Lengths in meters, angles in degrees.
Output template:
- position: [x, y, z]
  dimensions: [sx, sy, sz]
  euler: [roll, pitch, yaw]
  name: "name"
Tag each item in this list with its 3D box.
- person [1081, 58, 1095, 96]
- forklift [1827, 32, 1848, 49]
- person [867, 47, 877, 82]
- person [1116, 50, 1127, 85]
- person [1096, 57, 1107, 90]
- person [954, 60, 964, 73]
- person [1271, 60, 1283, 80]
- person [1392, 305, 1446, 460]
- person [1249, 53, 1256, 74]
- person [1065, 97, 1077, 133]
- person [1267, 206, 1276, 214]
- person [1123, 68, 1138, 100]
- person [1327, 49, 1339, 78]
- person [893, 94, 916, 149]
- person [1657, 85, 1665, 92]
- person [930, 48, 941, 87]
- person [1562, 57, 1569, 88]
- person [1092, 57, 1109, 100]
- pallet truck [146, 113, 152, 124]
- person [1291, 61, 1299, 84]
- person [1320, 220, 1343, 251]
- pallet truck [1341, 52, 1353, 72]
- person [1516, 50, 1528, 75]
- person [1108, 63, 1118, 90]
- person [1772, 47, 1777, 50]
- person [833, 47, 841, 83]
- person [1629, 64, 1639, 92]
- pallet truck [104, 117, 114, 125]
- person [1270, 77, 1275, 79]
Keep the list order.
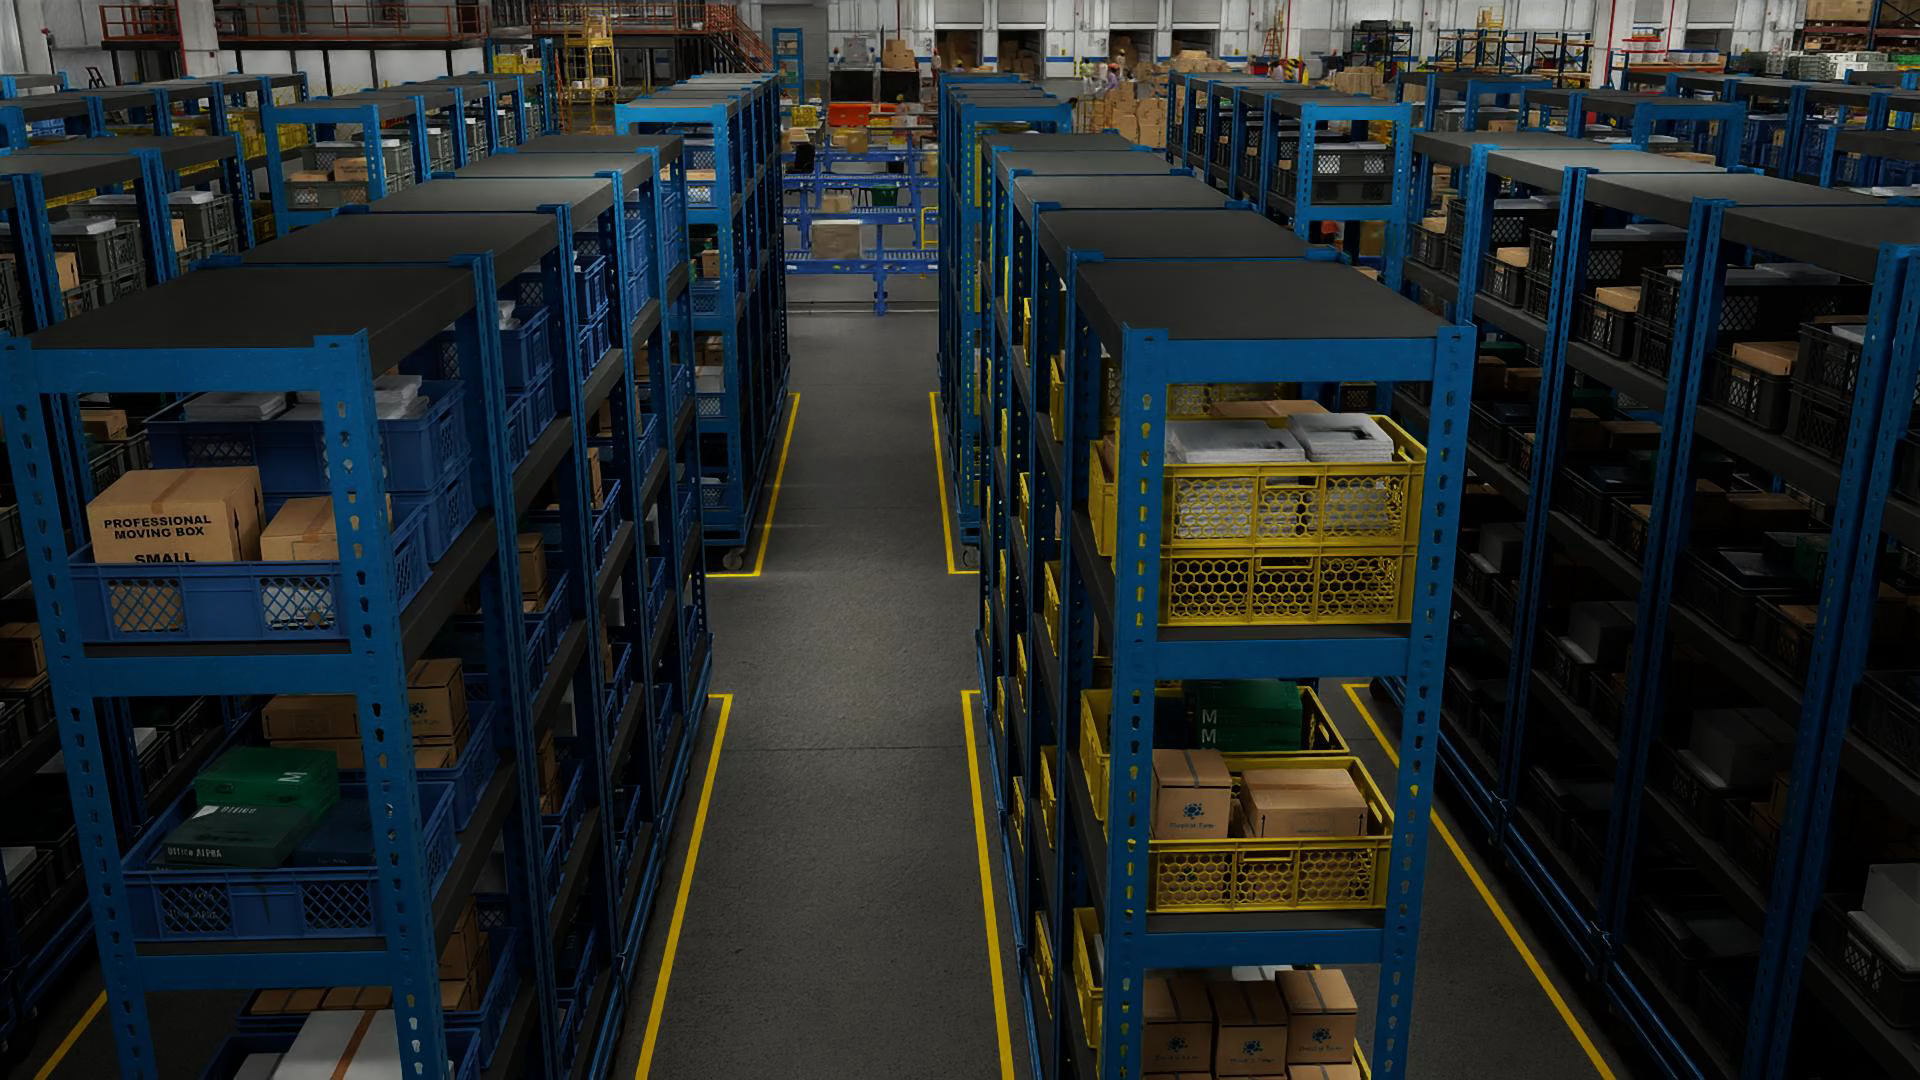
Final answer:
- position: [6.105, -22.158, 79.587]
  dimensions: [0.641, 1.797, 0.710]
  euler: [1, 18, 2]
  name: "person"
- position: [46.023, -25.321, 87.619]
  dimensions: [1.129, 2.768, 1.873]
  euler: [-1, 18, -2]
  name: "forklift"
- position: [-4.896, -26.662, 93.310]
  dimensions: [0.637, 1.920, 0.697]
  euler: [12, 21, 32]
  name: "person"
- position: [8.783, -25.709, 90.447]
  dimensions: [0.593, 1.863, 1.020]
  euler: [-13, 22, -35]
  name: "person"
- position: [7.231, -23.724, 84.596]
  dimensions: [0.697, 1.679, 0.538]
  euler: [-8, 20, -24]
  name: "person"
- position: [-0.063, -20.121, 73.083]
  dimensions: [0.559, 1.911, 0.593]
  euler: [-16, 24, -41]
  name: "person"
- position: [14.432, -20.975, 75.931]
  dimensions: [1.008, 1.792, 0.623]
  euler: [-6, 19, -18]
  name: "person"
- position: [4.056, -1.177, 14.598]
  dimensions: [0.566, 1.827, 0.690]
  euler: [0, 18, 0]
  name: "person"
- position: [15.700, -25.292, 89.392]
  dimensions: [0.892, 1.730, 0.527]
  euler: [-3, 18, -8]
  name: "person"
- position: [2.942, -11.195, 45.570]
  dimensions: [0.701, 1.840, 0.550]
  euler: [-8, 19, -22]
  name: "person"
- position: [3.843, -3.553, 21.884]
  dimensions: [0.796, 1.879, 0.396]
  euler: [4, 18, 13]
  name: "person"
- position: [6.255, -16.282, 60.993]
  dimensions: [0.698, 2.000, 0.537]
  euler: [-11, 21, -31]
  name: "person"
- position: [19.632, -24.855, 87.619]
  dimensions: [0.636, 1.980, 0.558]
  euler: [-4, 18, -13]
  name: "person"
- position: [-1.706, -12.342, 49.286]
  dimensions: [0.703, 1.736, 0.579]
  euler: [-16, 24, -41]
  name: "person"
- position: [25.190, -15.772, 59.582]
  dimensions: [0.852, 1.944, 0.618]
  euler: [6, 19, 18]
  name: "person"
- position: [-1.289, -24.981, 88.026]
  dimensions: [0.614, 1.991, 0.478]
  euler: [12, 21, 32]
  name: "person"
- position: [29.931, -23.043, 82.400]
  dimensions: [0.379, 1.727, 0.521]
  euler: [-6, 19, -17]
  name: "person"
- position: [6.533, -21.244, 76.593]
  dimensions: [0.968, 1.904, 0.636]
  euler: [-10, 20, -28]
  name: "person"
- position: [-18.087, -8.309, 36.390]
  dimensions: [1.885, 1.965, 0.823]
  euler: [-1, 18, -4]
  name: "pallet truck"
- position: [14.724, -20.073, 73.011]
  dimensions: [0.521, 1.864, 0.335]
  euler: [-16, 24, -41]
  name: "person"
- position: [4.224, -2.766, 19.280]
  dimensions: [0.448, 1.973, 0.617]
  euler: [-15, 23, -39]
  name: "person"
- position: [18.794, -23.123, 82.231]
  dimensions: [0.823, 1.965, 1.885]
  euler: [-13, 22, -35]
  name: "pallet truck"
- position: [30.338, -25.535, 89.888]
  dimensions: [0.592, 1.882, 0.391]
  euler: [1, 18, 2]
  name: "person"
- position: [6.050, -17.731, 65.504]
  dimensions: [0.420, 2.027, 0.611]
  euler: [-2, 18, -7]
  name: "person"
- position: [46.462, -27.169, 94.947]
  dimensions: [0.848, 1.879, 0.568]
  euler: [-8, 20, -23]
  name: "person"
- position: [-6.867, -26.355, 92.345]
  dimensions: [0.602, 1.920, 0.569]
  euler: [-11, 21, -30]
  name: "person"
- position: [32.232, -22.100, 79.386]
  dimensions: [0.874, 1.803, 0.511]
  euler: [-17, 24, -42]
  name: "person"
- position: [-18.367, -7.885, 35.078]
  dimensions: [1.885, 1.965, 0.823]
  euler: [1, 18, 2]
  name: "pallet truck"
- position: [10.450, -14.559, 55.863]
  dimensions: [0.549, 1.912, 0.688]
  euler: [-10, 21, -29]
  name: "person"
